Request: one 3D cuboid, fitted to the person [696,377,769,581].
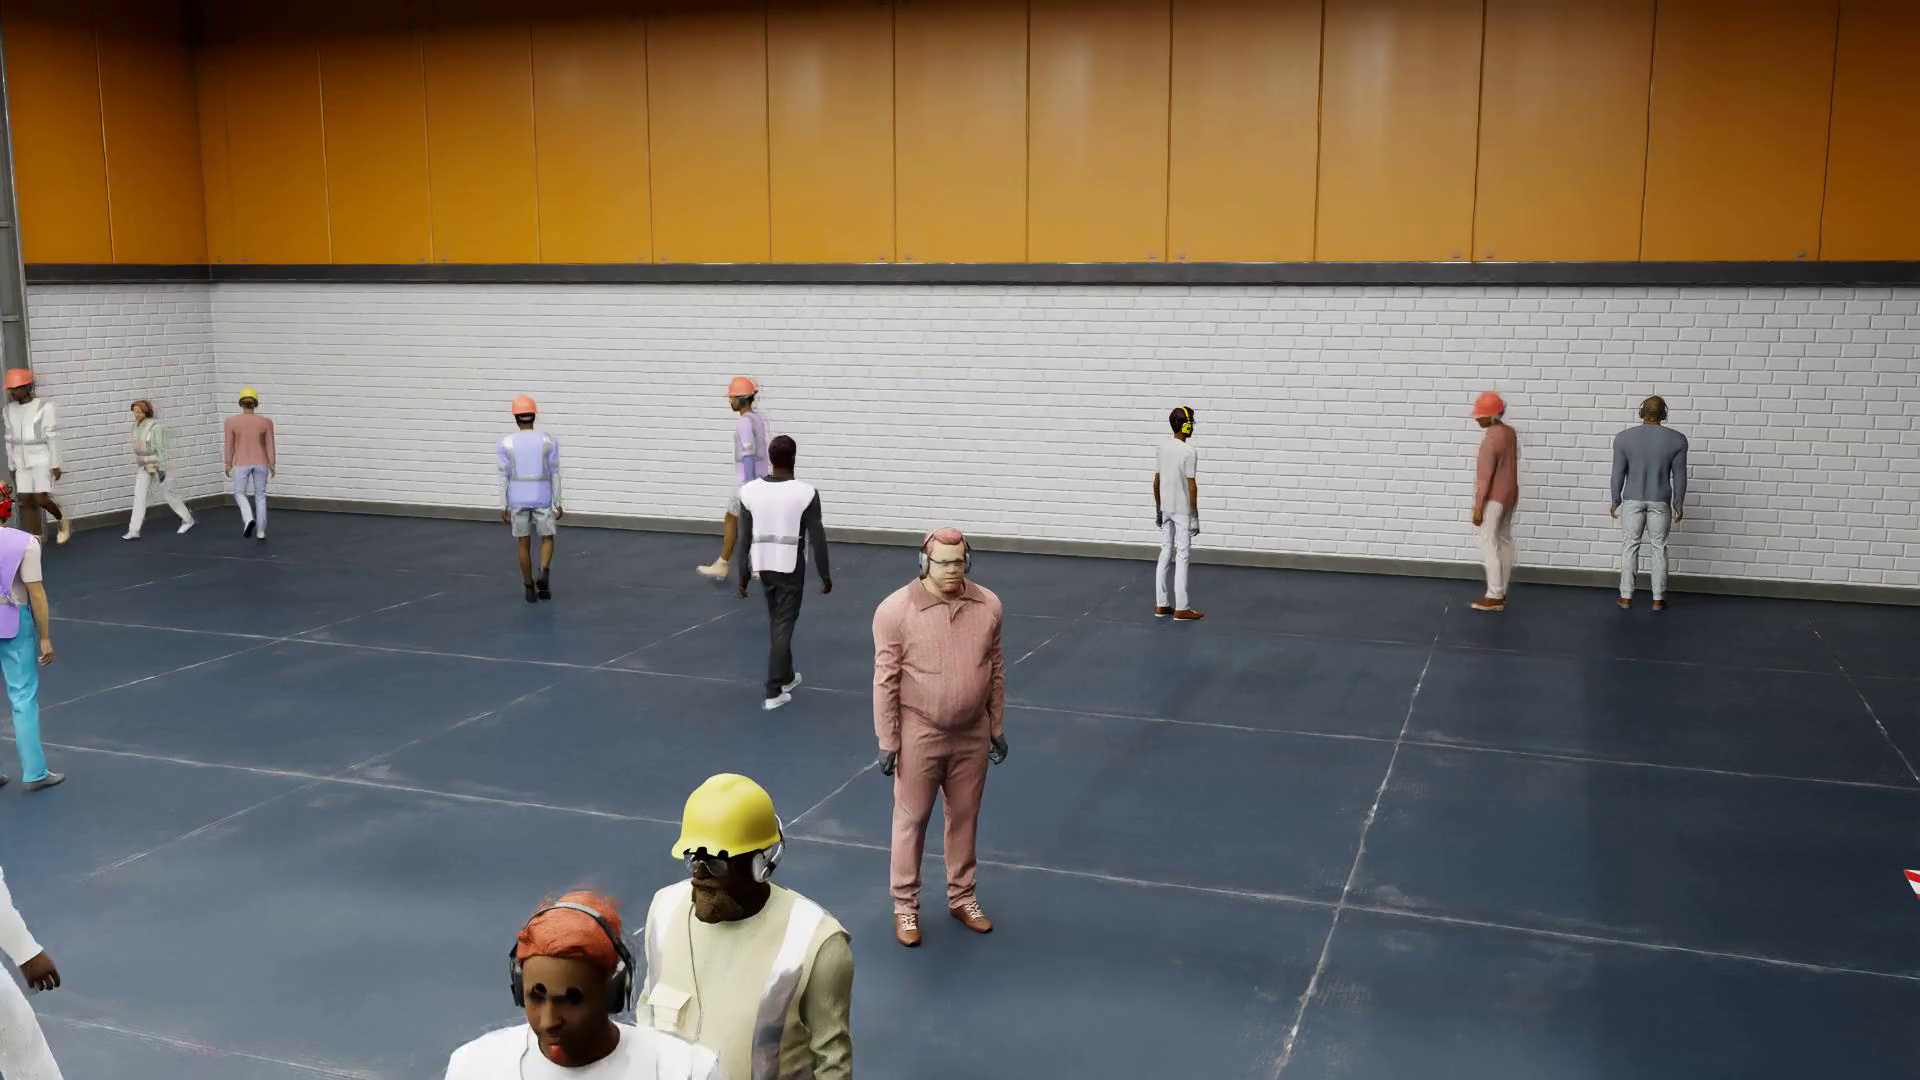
[{"bbox_3d":[-2.188,-0.588,16.326,0.961,2.001,0.642,1,9,8],"label":"person"}]

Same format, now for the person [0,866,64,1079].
[{"bbox_3d":[-3.253,1.284,5.298,1.040,1.826,0.603,-6,11,-34],"label":"person"}]

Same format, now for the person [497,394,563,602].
[{"bbox_3d":[-3.918,-0.362,15.163,0.572,1.925,0.556,-2,9,-14],"label":"person"}]

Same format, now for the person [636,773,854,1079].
[{"bbox_3d":[-0.560,1.464,4.122,0.586,1.835,0.403,4,10,23],"label":"person"}]

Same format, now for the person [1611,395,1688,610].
[{"bbox_3d":[6.185,-0.336,14.967,0.635,1.938,0.354,3,10,21],"label":"person"}]

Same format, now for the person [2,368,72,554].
[{"bbox_3d":[-9.918,-0.841,17.850,0.626,2.019,0.587,1,9,8],"label":"person"}]

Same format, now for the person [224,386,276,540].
[{"bbox_3d":[-7.979,-0.851,18.736,0.542,1.751,0.482,-6,11,-31],"label":"person"}]

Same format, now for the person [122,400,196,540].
[{"bbox_3d":[-9.208,-0.819,19.027,0.537,1.589,0.875,4,10,23],"label":"person"}]

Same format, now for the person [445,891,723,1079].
[{"bbox_3d":[-0.740,1.571,3.415,0.577,1.860,0.772,1,9,4],"label":"person"}]

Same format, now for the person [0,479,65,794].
[{"bbox_3d":[-5.578,0.567,9.649,0.566,1.844,0.381,0,9,-1],"label":"person"}]

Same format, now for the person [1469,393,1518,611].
[{"bbox_3d":[4.829,-0.354,15.050,0.396,1.954,0.719,8,12,40],"label":"person"}]

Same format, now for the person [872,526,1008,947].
[{"bbox_3d":[-0.071,0.878,7.547,0.652,1.904,0.402,-4,10,-24],"label":"person"}]

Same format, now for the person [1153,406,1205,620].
[{"bbox_3d":[1.908,-0.235,14.559,0.327,1.871,0.514,-6,11,-35],"label":"person"}]

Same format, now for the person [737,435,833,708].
[{"bbox_3d":[-1.195,0.198,11.783,0.616,1.888,0.834,4,10,22],"label":"person"}]
